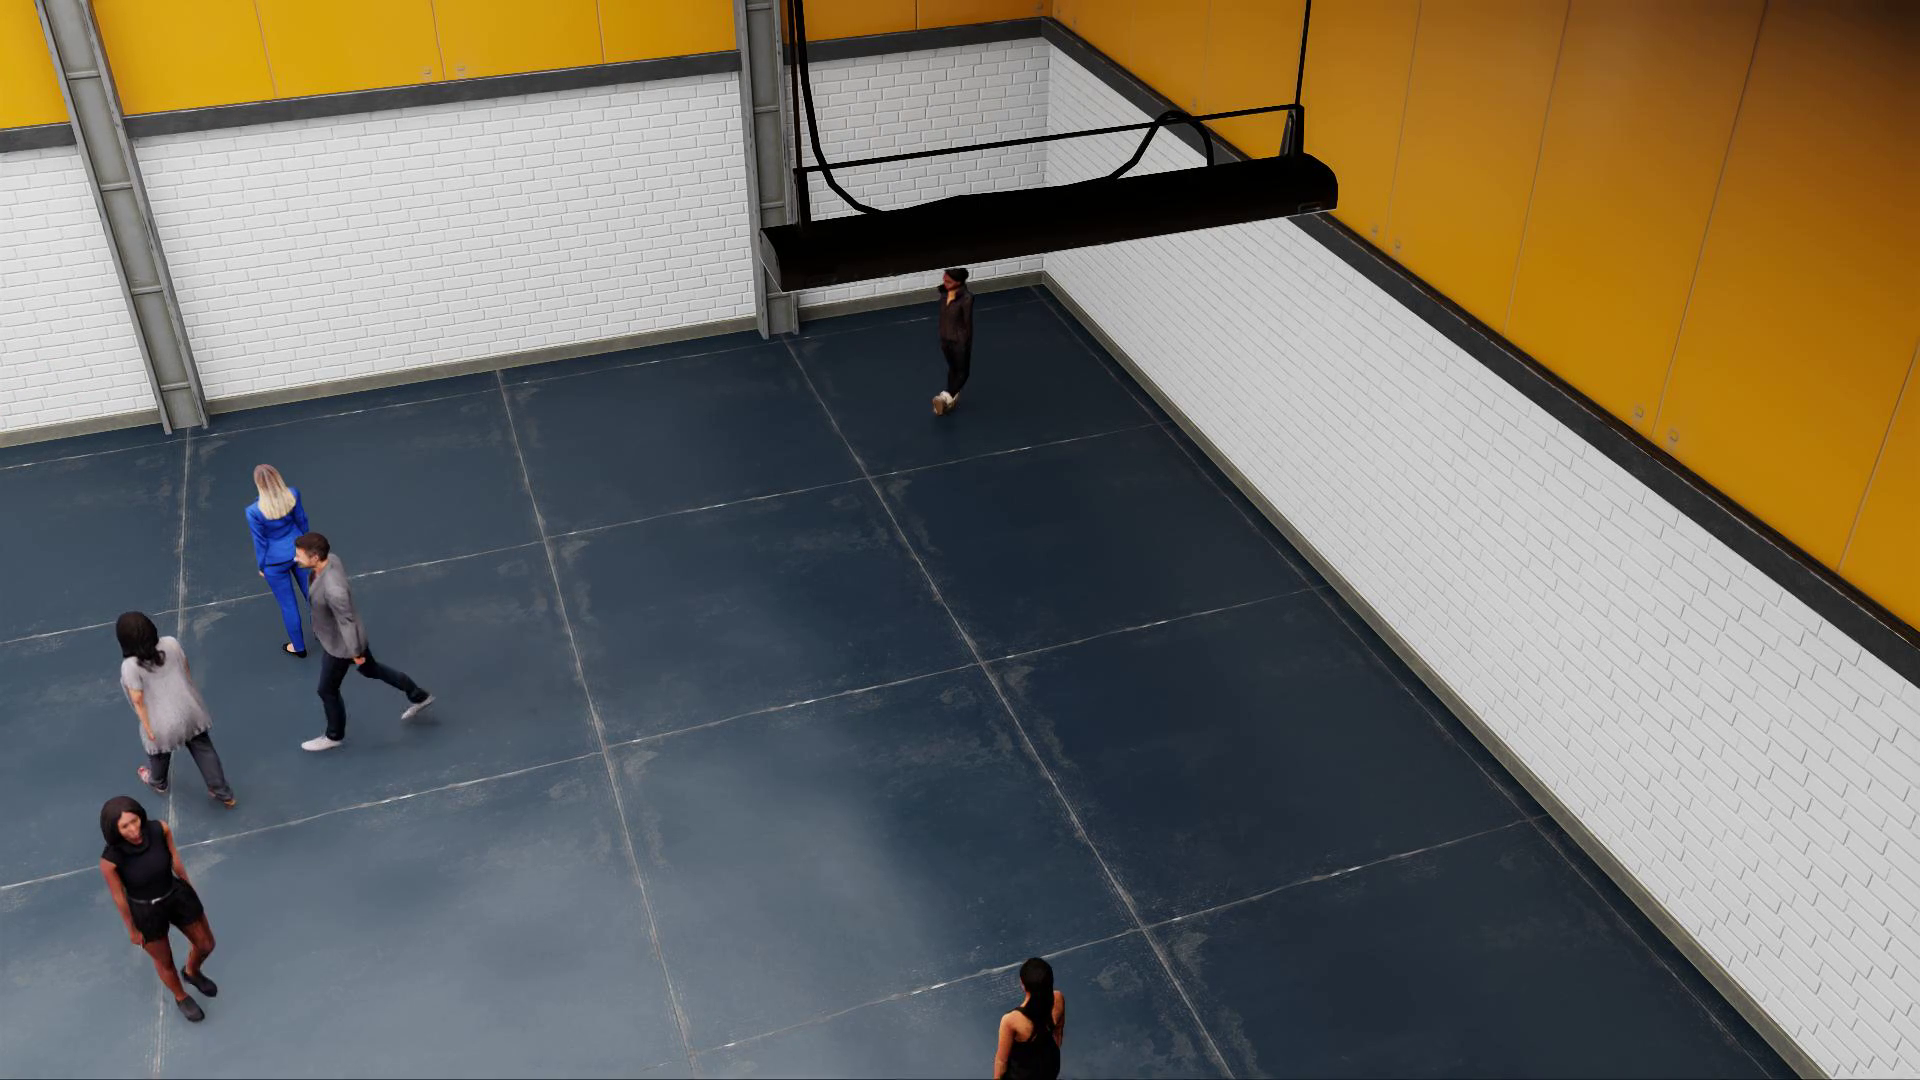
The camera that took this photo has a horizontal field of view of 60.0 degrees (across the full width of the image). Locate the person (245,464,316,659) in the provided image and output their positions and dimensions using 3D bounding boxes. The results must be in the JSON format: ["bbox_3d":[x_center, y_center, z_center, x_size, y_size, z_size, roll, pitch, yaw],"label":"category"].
[{"bbox_3d":[-5.222,0.144,12.919,0.767,1.701,0.665,24,40,31],"label":"person"}]

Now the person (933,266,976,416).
[{"bbox_3d":[-0.134,-1.889,16.022,0.917,1.653,0.782,-22,40,-30],"label":"person"}]

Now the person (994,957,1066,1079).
[{"bbox_3d":[0.405,2.875,8.859,0.883,1.648,0.814,-24,40,-31],"label":"person"}]

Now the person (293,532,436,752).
[{"bbox_3d":[-4.345,0.695,11.973,1.187,1.831,0.686,-10,35,-14],"label":"person"}]

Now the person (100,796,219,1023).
[{"bbox_3d":[-4.796,2.159,9.865,0.793,1.728,0.717,20,39,27],"label":"person"}]

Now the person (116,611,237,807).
[{"bbox_3d":[-5.381,1.213,11.434,1.062,1.565,1.061,19,38,26],"label":"person"}]
